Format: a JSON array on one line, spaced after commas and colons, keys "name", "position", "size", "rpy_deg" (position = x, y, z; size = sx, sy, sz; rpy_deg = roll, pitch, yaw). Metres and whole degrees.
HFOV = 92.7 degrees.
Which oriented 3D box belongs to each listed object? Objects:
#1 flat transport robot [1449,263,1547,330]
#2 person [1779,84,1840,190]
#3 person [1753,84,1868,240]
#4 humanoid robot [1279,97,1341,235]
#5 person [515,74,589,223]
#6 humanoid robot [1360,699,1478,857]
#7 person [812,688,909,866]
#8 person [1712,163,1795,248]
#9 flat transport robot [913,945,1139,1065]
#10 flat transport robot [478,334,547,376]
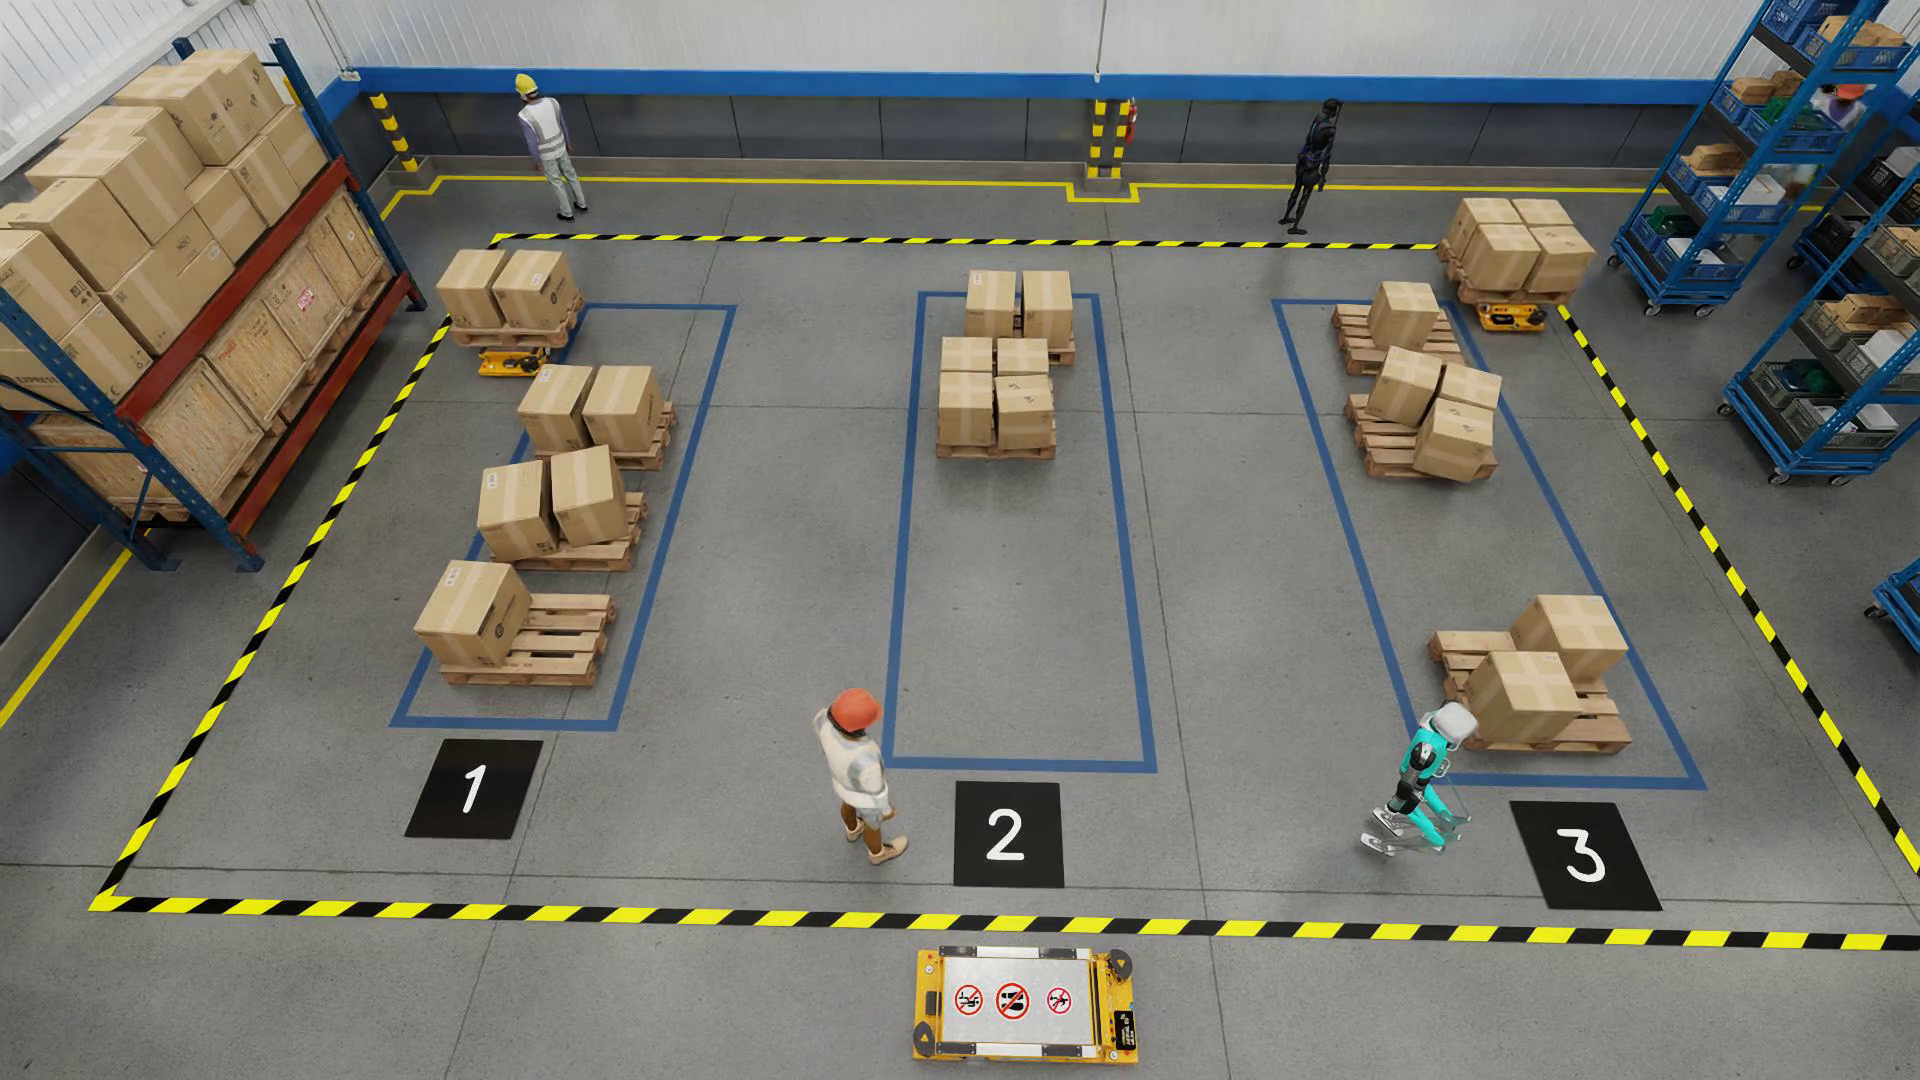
[{"name": "flat transport robot", "position": [6.393, -3.024, 10.933], "size": [0.652, 0.197, 1.431], "rpy_deg": [1, 51, 1]}, {"name": "person", "position": [10.618, -5.100, 11.647], "size": [0.930, 1.808, 0.500], "rpy_deg": [3, 51, 2]}, {"name": "person", "position": [10.366, -4.739, 11.250], "size": [0.613, 1.959, 1.115], "rpy_deg": [23, 55, 18]}, {"name": "humanoid robot", "position": [4.352, -4.634, 11.344], "size": [0.315, 1.658, 0.599], "rpy_deg": [-8, 51, -6]}, {"name": "person", "position": [-5.123, -4.873, 11.450], "size": [0.404, 1.827, 0.600], "rpy_deg": [25, 55, 19]}, {"name": "humanoid robot", "position": [3.164, 1.700, 6.065], "size": [0.735, 1.677, 0.533], "rpy_deg": [35, 59, 25]}, {"name": "person", "position": [-0.642, 1.579, 6.062], "size": [0.390, 2.033, 0.604], "rpy_deg": [-35, 59, -25]}, {"name": "person", "position": [9.333, -4.041, 10.827], "size": [0.484, 1.744, 0.294], "rpy_deg": [-16, 53, -12]}, {"name": "flat transport robot", "position": [0.422, 3.041, 6.007], "size": [1.431, 0.231, 0.659], "rpy_deg": [1, 51, 1]}, {"name": "flat transport robot", "position": [-4.926, -2.401, 10.425], "size": [0.652, 0.197, 1.431], "rpy_deg": [1, 51, 1]}]
